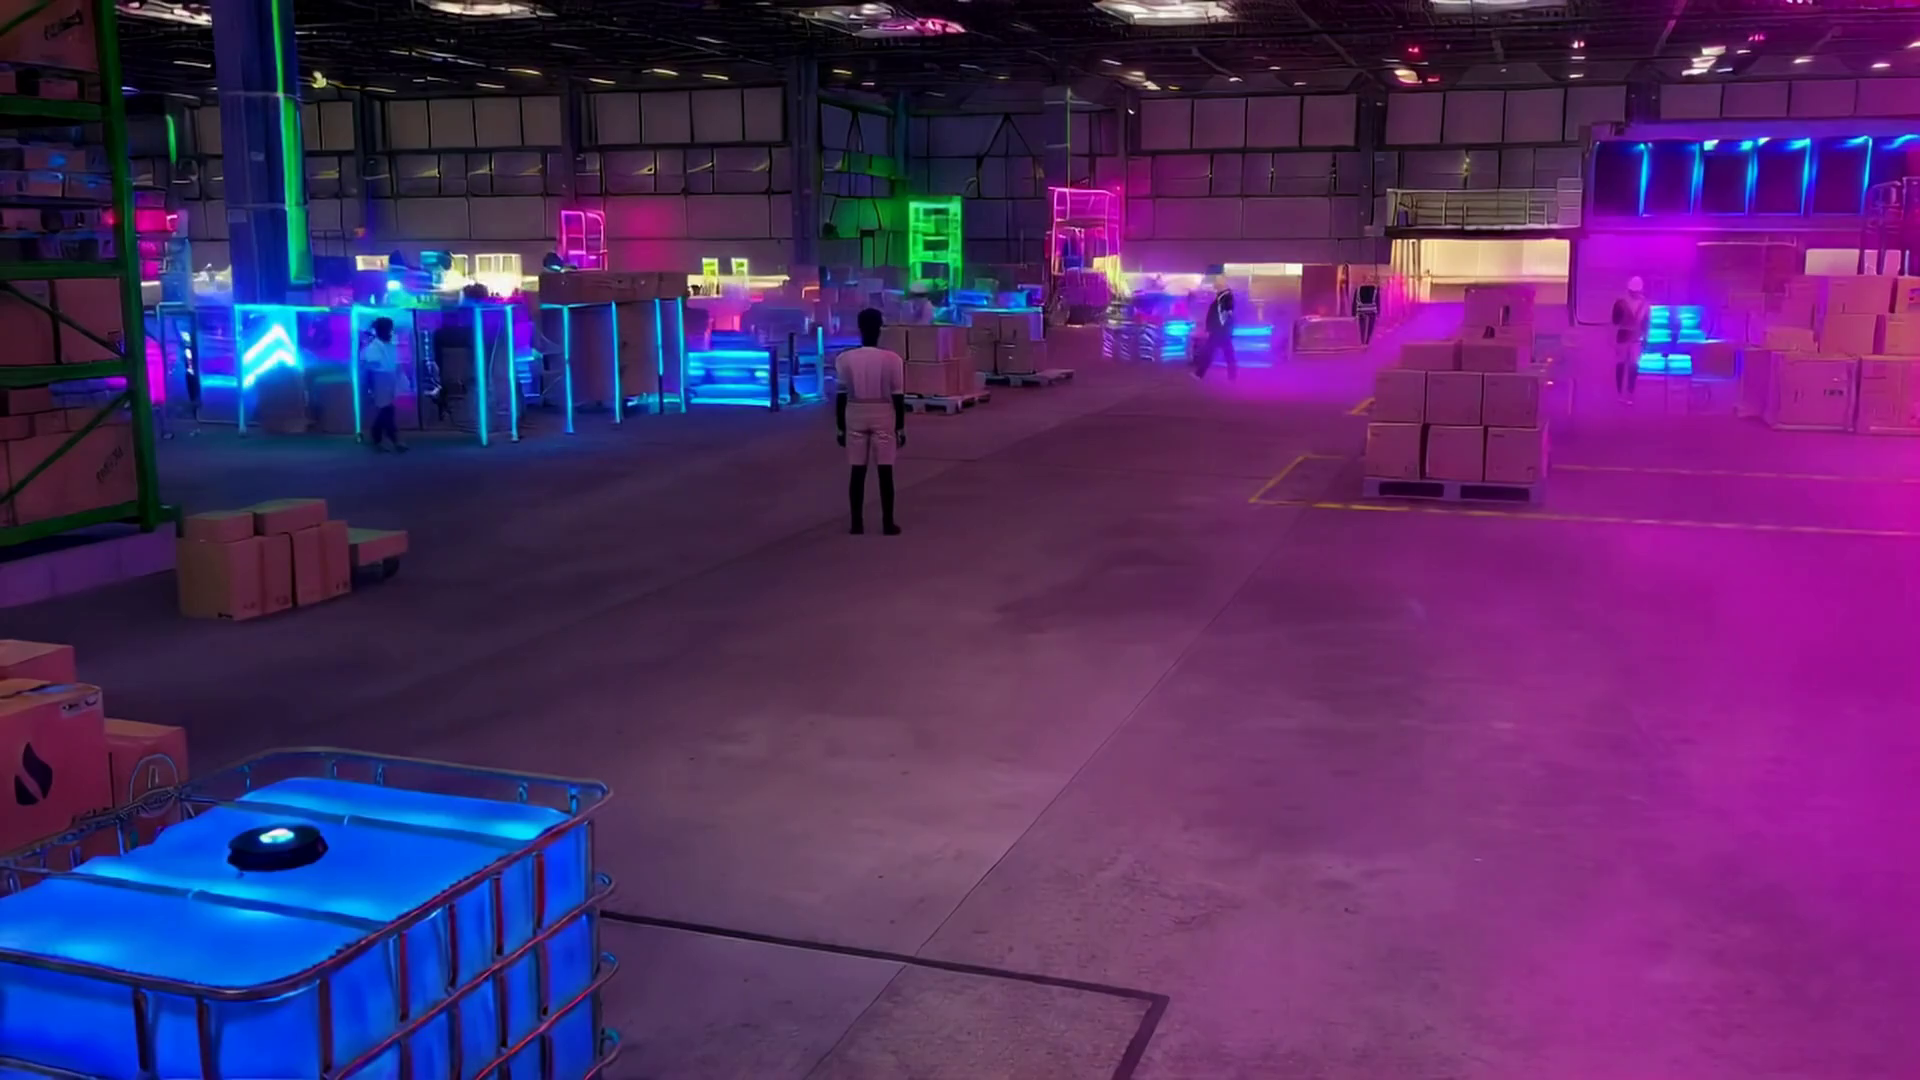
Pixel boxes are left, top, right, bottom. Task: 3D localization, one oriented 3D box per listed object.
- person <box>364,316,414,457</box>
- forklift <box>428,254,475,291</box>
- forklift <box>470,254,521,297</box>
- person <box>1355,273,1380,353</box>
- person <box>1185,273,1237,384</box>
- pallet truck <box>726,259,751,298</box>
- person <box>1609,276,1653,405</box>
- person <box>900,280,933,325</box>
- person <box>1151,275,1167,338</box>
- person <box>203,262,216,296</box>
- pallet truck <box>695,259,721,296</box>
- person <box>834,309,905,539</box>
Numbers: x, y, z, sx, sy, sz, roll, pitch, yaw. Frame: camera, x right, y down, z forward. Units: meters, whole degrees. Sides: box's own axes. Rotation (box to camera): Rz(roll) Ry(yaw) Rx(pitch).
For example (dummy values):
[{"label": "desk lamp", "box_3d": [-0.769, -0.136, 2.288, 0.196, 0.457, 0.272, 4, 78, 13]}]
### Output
[{"label": "person", "box_3d": [-6.747, -1.818, 19.749, 0.790, 1.656, 0.535, 3, 10, 16]}, {"label": "forklift", "box_3d": [-20.133, -10.254, 65.465, 1.157, 1.987, 2.680, 3, 11, 19]}, {"label": "forklift", "box_3d": [-17.990, -10.121, 64.684, 1.157, 1.987, 2.680, 3, 11, 17]}, {"label": "person", "box_3d": [9.434, -5.266, 38.566, 0.579, 1.867, 0.638, 5, 11, 25]}, {"label": "person", "box_3d": [4.552, -3.805, 29.866, 0.957, 2.000, 0.702, -1, 10, -7]}, {"label": "pallet truck", "box_3d": [-7.986, -9.493, 62.019, 0.823, 1.965, 1.885, 3, 11, 17]}, {"label": "person", "box_3d": [10.587, -3.159, 26.290, 0.624, 2.019, 0.790, 4, 11, 21]}, {"label": "person", "box_3d": [-0.698, -3.483, 28.419, 0.722, 1.910, 0.570, 0, 10, 1]}, {"label": "person", "box_3d": [5.055, -5.798, 41.900, 0.529, 1.749, 0.535, -7, 12, -35]}, {"label": "person", "box_3d": [-29.383, -9.966, 65.206, 0.606, 1.824, 0.404, 6, 12, 30]}, {"label": "pallet truck", "box_3d": [-9.165, -9.627, 62.776, 0.823, 1.965, 1.885, 4, 11, 23]}, {"label": "person", "box_3d": [-0.760, -0.981, 14.167, 0.601, 1.967, 0.369, 2, 10, 9]}]
